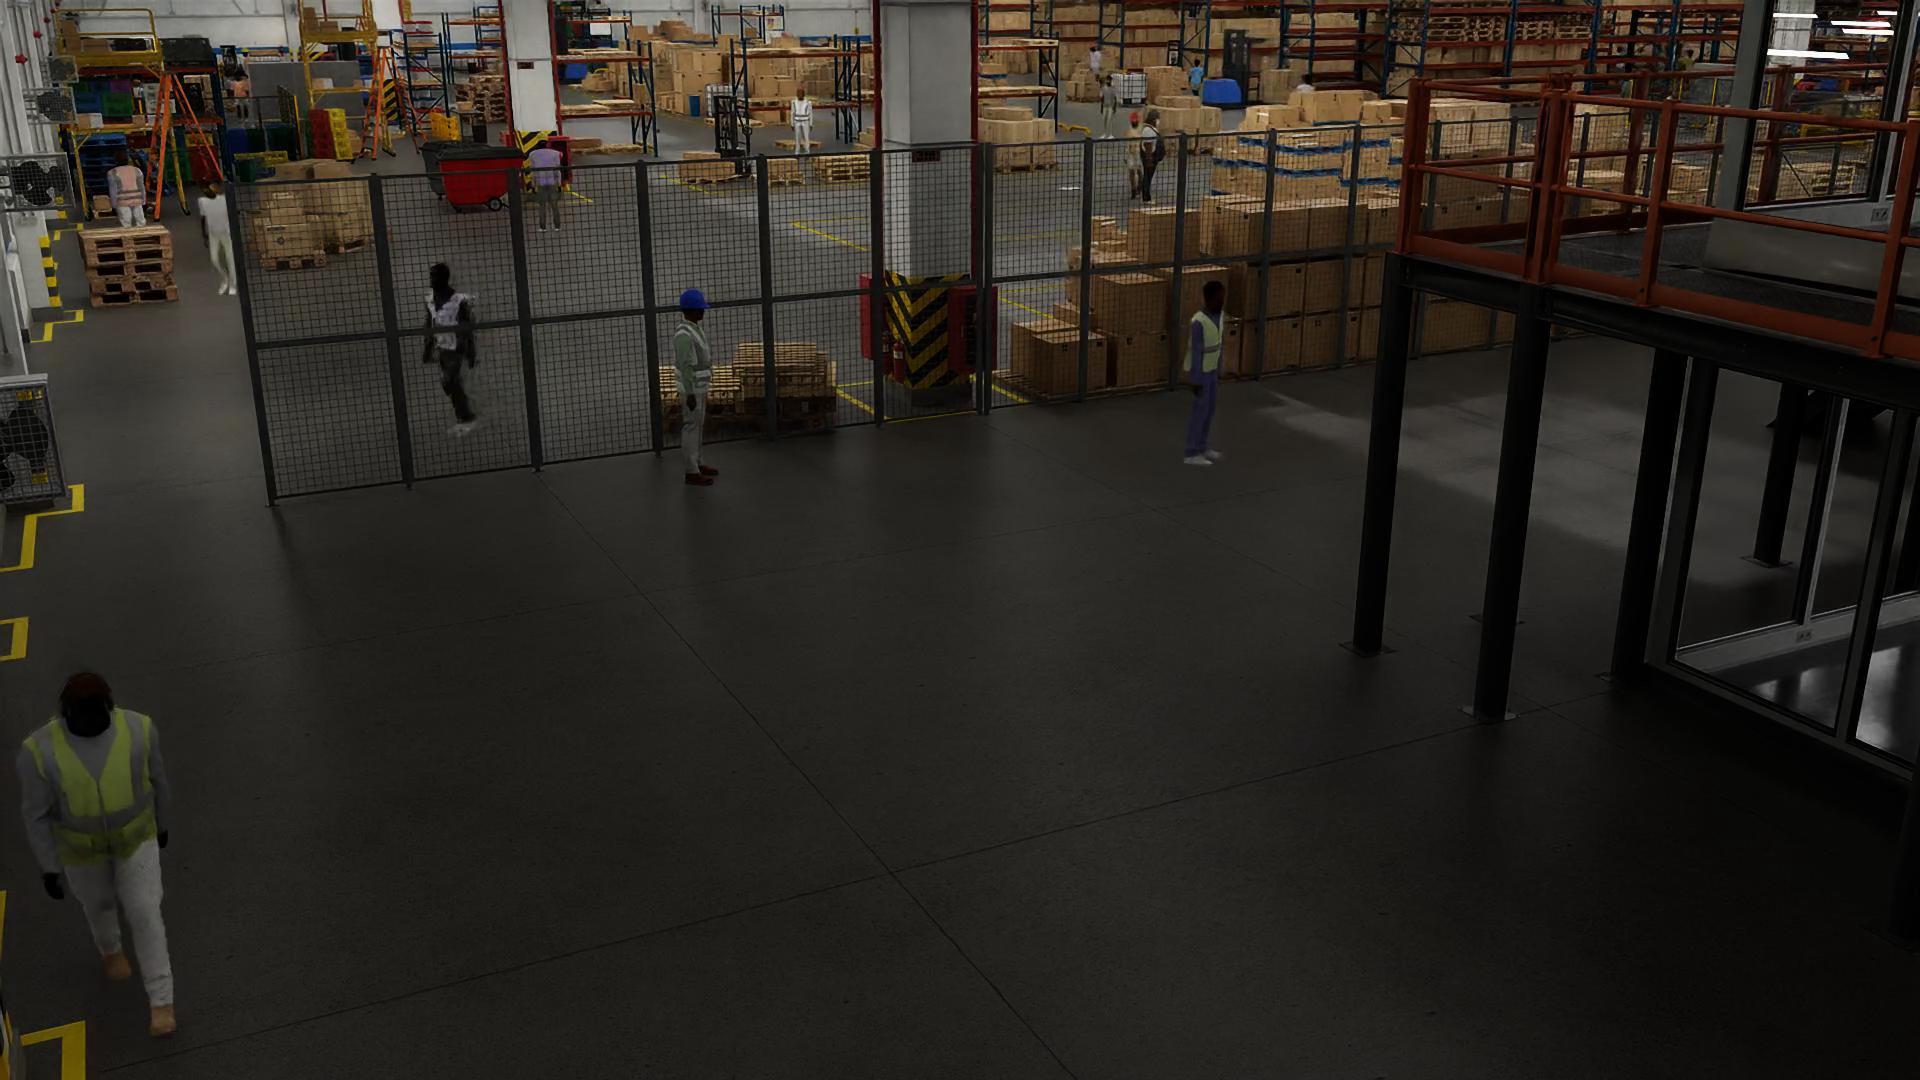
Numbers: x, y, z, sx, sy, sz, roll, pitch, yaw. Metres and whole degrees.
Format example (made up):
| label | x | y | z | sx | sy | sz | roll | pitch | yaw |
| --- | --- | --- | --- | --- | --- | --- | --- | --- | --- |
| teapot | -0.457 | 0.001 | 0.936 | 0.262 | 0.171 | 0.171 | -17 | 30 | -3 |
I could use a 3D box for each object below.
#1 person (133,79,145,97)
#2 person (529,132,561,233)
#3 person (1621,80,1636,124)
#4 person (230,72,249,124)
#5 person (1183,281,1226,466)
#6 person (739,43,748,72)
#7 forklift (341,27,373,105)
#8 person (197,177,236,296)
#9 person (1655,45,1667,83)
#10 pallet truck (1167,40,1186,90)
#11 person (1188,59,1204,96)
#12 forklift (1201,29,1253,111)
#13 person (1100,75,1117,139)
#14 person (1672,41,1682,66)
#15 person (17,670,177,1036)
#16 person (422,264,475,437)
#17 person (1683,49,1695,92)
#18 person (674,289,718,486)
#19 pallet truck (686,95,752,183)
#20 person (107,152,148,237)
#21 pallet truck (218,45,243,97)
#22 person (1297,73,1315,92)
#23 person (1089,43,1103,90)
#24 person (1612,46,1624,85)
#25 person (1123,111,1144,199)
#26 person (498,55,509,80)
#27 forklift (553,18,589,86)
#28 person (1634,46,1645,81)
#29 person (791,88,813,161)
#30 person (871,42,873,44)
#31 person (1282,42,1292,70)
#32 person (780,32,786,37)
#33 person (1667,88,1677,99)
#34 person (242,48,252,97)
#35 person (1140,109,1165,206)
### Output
| label | x | y | z | sx | sy | sz | roll | pitch | yaw |
| --- | --- | --- | --- | --- | --- | --- | --- | --- | --- |
| person | -25.358 | -13.406 | 51.422 | 0.524 | 1.632 | 0.323 | 6 | 20 | 18 |
| person | -8.000 | -6.911 | 32.165 | 0.582 | 1.919 | 0.398 | -7 | 20 | -20 |
| person | 21.933 | -14.471 | 54.511 | 0.512 | 1.619 | 0.527 | 14 | 24 | 36 |
| person | -23.615 | -14.508 | 54.578 | 0.549 | 1.646 | 0.865 | -5 | 20 | -14 |
| person | 2.485 | -1.714 | 17.104 | 0.393 | 1.908 | 0.698 | 10 | 21 | 26 |
| person | -9.207 | -20.073 | 70.313 | 0.646 | 1.922 | 0.562 | -12 | 22 | -31 |
| forklift | -22.275 | -17.346 | 60.954 | 1.873 | 2.768 | 1.129 | -9 | 21 | -25 |
| person | -11.507 | -4.712 | 25.889 | 0.557 | 1.843 | 0.521 | -4 | 19 | -12 |
| person | 28.770 | -19.383 | 68.217 | 0.655 | 2.007 | 0.917 | -17 | 26 | -41 |
| pallet truck | 9.045 | -19.971 | 69.895 | 0.823 | 1.965 | 1.885 | -3 | 19 | -8 |
| person | 8.772 | -16.974 | 61.719 | 0.533 | 1.662 | 0.829 | -2 | 19 | -5 |
| forklift | 9.696 | -16.775 | 59.297 | 1.873 | 2.768 | 1.129 | -9 | 21 | -25 |
| person | 4.439 | -12.940 | 49.731 | 0.513 | 1.859 | 0.321 | 14 | 23 | 34 |
| person | 34.132 | -23.177 | 79.512 | 0.997 | 1.796 | 0.620 | -8 | 21 | -22 |
| person | -4.161 | 1.455 | 8.100 | 0.623 | 1.803 | 0.946 | -11 | 22 | -28 |
| person | -5.579 | -2.063 | 18.134 | 0.608 | 1.902 | 0.480 | 14 | 24 | 36 |
| person | 30.035 | -19.381 | 68.641 | 0.548 | 1.686 | 0.449 | -8 | 21 | -22 |
| person | -2.630 | -1.521 | 16.486 | 0.390 | 1.946 | 0.614 | 1 | 19 | 2 |
| pallet truck | -5.836 | -9.608 | 39.856 | 0.823 | 1.965 | 1.885 | 10 | 22 | 27 |
| person | -14.735 | -5.943 | 29.466 | 0.429 | 1.844 | 0.625 | 16 | 25 | 39 |
| pallet truck | -28.879 | -18.665 | 66.111 | 0.823 | 1.965 | 1.885 | -3 | 19 | -9 |
| person | 10.212 | -12.856 | 49.354 | 0.642 | 1.940 | 0.490 | 13 | 23 | 33 |
| person | 5.647 | -19.755 | 69.432 | 0.480 | 1.887 | 0.624 | -12 | 23 | -32 |
| person | 28.325 | -20.356 | 71.480 | 0.544 | 1.681 | 0.450 | -9 | 21 | -24 |
| person | 3.924 | -8.595 | 37.071 | 0.587 | 1.902 | 0.832 | 4 | 19 | 11 |
| person | -16.574 | -16.841 | 60.993 | 0.662 | 1.878 | 1.043 | -9 | 21 | -25 |
| forklift | -17.169 | -21.142 | 71.956 | 1.873 | 2.768 | 1.129 | -9 | 21 | -25 |
| person | 29.742 | -20.758 | 72.757 | 0.503 | 1.616 | 0.605 | -7 | 20 | -19 |
| person | -4.193 | -11.026 | 44.136 | 0.574 | 1.884 | 0.358 | 3 | 19 | 8 |
| person | -3.867 | -21.000 | 73.217 | 0.628 | 1.787 | 1.001 | -17 | 25 | -40 |
| person | 13.867 | -20.064 | 70.291 | 0.909 | 1.903 | 0.647 | -10 | 21 | -26 |
| person | -8.274 | -23.038 | 78.820 | 0.503 | 1.981 | 0.619 | -1 | 19 | -2 |
| person | 20.317 | -12.135 | 47.724 | 0.311 | 1.636 | 0.521 | 10 | 21 | 26 |
| person | -27.829 | -18.264 | 65.053 | 0.364 | 1.927 | 0.588 | -5 | 20 | -13 |
| person | 4.151 | -8.257 | 35.873 | 0.536 | 2.000 | 0.684 | 4 | 19 | 10 |
